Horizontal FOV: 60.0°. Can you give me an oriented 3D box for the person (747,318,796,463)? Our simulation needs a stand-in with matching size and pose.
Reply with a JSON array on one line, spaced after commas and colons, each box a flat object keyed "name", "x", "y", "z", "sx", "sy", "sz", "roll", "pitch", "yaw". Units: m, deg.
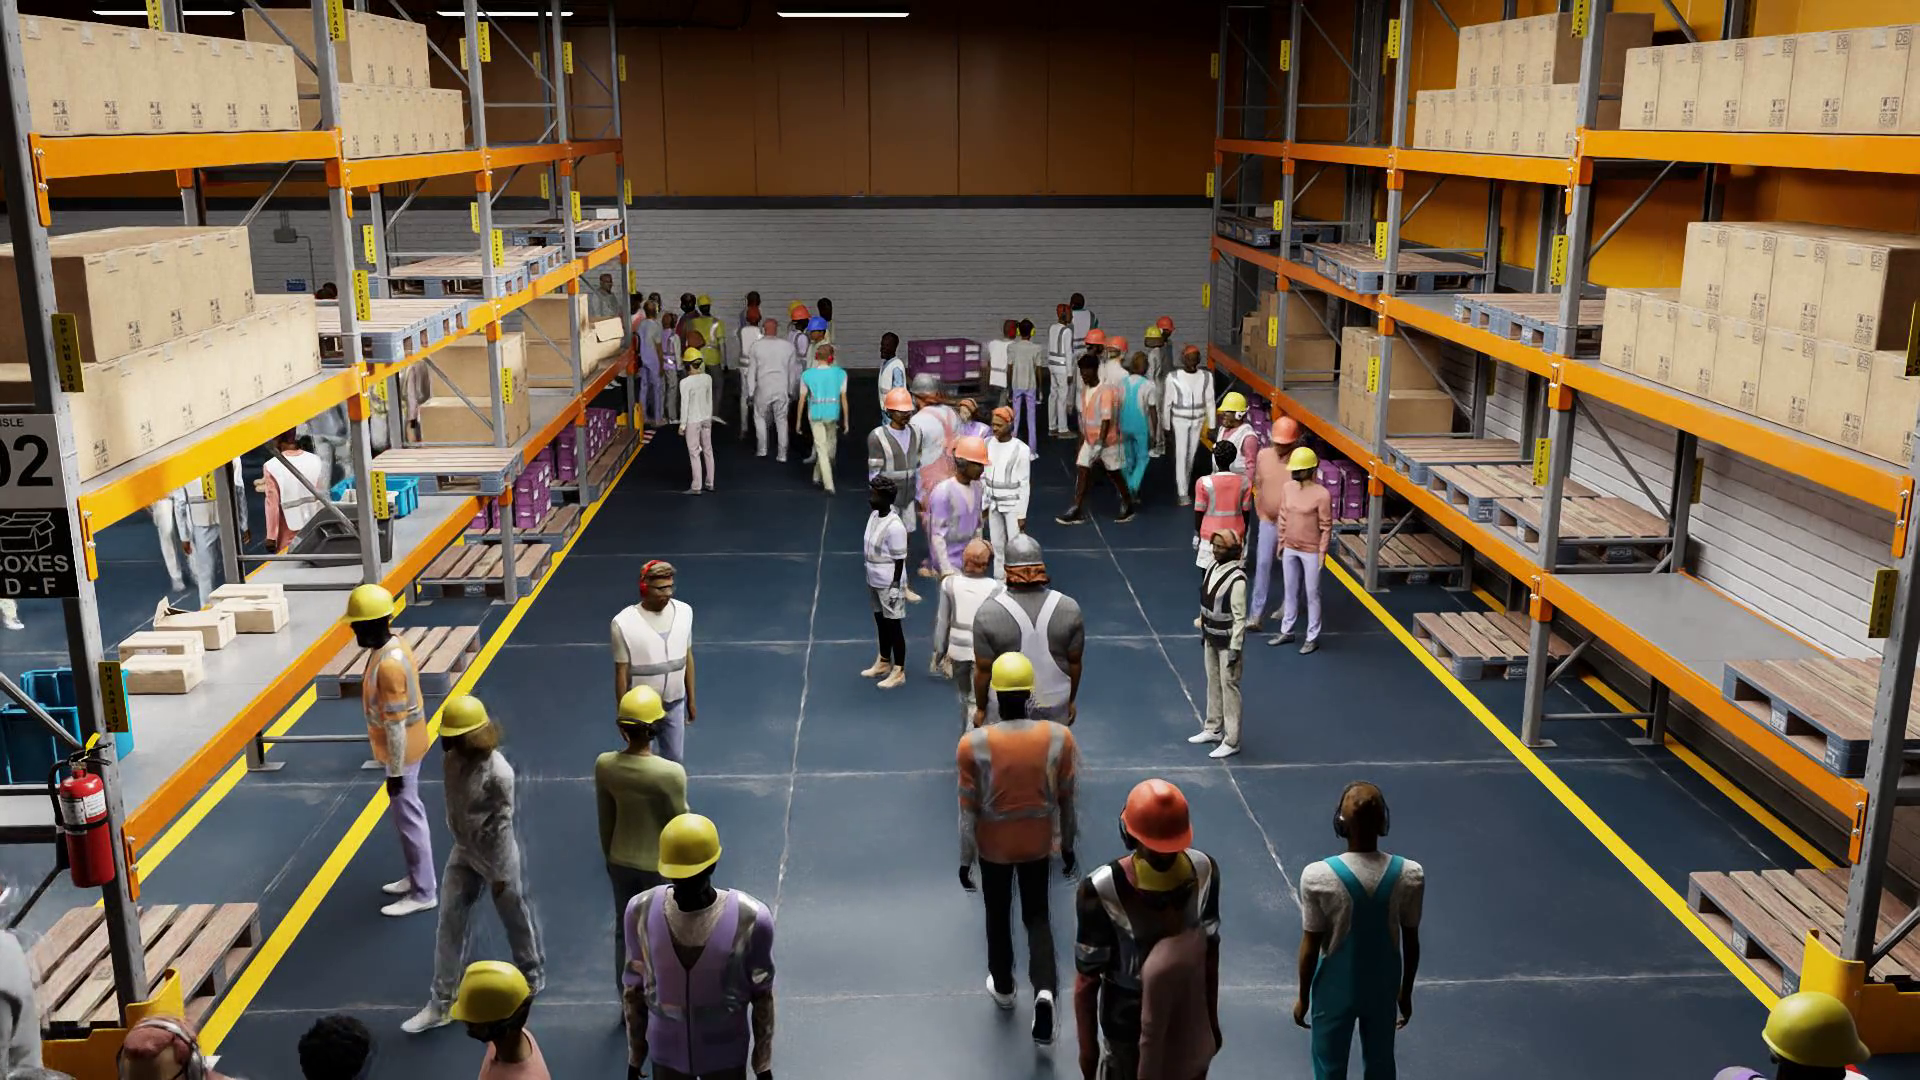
[{"name": "person", "x": -2.485, "y": -1.953, "z": 21.710, "sx": 0.699, "sy": 1.879, "sz": 0.674, "roll": -7, "pitch": 16, "yaw": -24}]

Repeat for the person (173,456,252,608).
[{"name": "person", "x": -6.479, "y": -0.110, "z": 14.427, "sx": 0.593, "sy": 1.907, "sz": 0.414, "roll": -13, "pitch": 19, "yaw": -41}]

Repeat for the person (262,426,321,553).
[{"name": "person", "x": -5.758, "y": -0.109, "z": 14.426, "sx": 0.416, "sy": 1.907, "sz": 0.592, "roll": 6, "pitch": 15, "yaw": 22}]

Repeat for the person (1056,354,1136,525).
[{"name": "person", "x": 1.554, "y": -1.111, "z": 18.358, "sx": 0.948, "sy": 1.915, "sz": 0.638, "roll": -9, "pitch": 17, "yaw": -30}]

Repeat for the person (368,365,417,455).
[{"name": "person", "x": -6.913, "y": -1.527, "z": 20.169, "sx": 0.694, "sy": 1.812, "sz": 0.490, "roll": -1, "pitch": 14, "yaw": -4}]

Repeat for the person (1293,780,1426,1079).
[{"name": "person", "x": 1.614, "y": 1.859, "z": 6.816, "sx": 0.508, "sy": 1.845, "sz": 0.345, "roll": -1, "pitch": 14, "yaw": -4}]

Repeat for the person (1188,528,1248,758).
[{"name": "person", "x": 1.846, "y": 0.712, "z": 11.717, "sx": 0.306, "sy": 1.642, "sz": 0.522, "roll": -5, "pitch": 15, "yaw": -18}]

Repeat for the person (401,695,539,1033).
[{"name": "person", "x": -2.413, "y": 1.588, "z": 8.135, "sx": 0.506, "sy": 1.707, "sz": 0.831, "roll": 9, "pitch": 17, "yaw": 30}]

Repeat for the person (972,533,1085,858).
[{"name": "person", "x": 0.381, "y": 0.940, "z": 10.028, "sx": 0.676, "sy": 2.000, "sz": 0.536, "roll": -3, "pitch": 15, "yaw": -11}]

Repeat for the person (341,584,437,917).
[{"name": "person", "x": -3.203, "y": 1.173, "z": 9.373, "sx": 0.407, "sy": 1.917, "sz": 0.584, "roll": -6, "pitch": 15, "yaw": -21}]

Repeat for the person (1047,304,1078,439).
[{"name": "person", "x": 1.421, "y": -2.370, "z": 23.339, "sx": 0.359, "sy": 1.882, "sz": 0.575, "roll": -7, "pitch": 16, "yaw": -25}]

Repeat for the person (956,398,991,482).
[{"name": "person", "x": 0.064, "y": -0.652, "z": 17.083, "sx": 0.512, "sy": 1.638, "sz": 0.312, "roll": 0, "pitch": 14, "yaw": 1}]

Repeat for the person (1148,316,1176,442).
[{"name": "person", "x": 2.804, "y": -2.225, "z": 23.026, "sx": 0.341, "sy": 1.750, "sz": 0.565, "roll": 9, "pitch": 17, "yaw": 31}]

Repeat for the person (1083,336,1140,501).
[{"name": "person", "x": 1.719, "y": -1.409, "z": 19.499, "sx": 0.623, "sy": 1.936, "sz": 1.061, "roll": 13, "pitch": 19, "yaw": 41}]

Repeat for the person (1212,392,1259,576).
[{"name": "person", "x": 2.661, "y": -0.536, "z": 16.236, "sx": 0.404, "sy": 1.834, "sz": 0.591, "roll": -5, "pitch": 15, "yaw": -21}]

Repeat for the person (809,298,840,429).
[{"name": "person", "x": -1.968, "y": -2.503, "z": 23.809, "sx": 0.397, "sy": 1.909, "sz": 0.617, "roll": 6, "pitch": 15, "yaw": 21}]

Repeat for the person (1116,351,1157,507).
[{"name": "person", "x": 1.993, "y": -1.240, "z": 19.021, "sx": 0.558, "sy": 1.826, "sz": 0.492, "roll": 8, "pitch": 17, "yaw": 30}]

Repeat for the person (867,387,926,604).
[{"name": "person", "x": -0.560, "y": -0.389, "z": 15.239, "sx": 0.607, "sy": 2.045, "sz": 0.390, "roll": -12, "pitch": 18, "yaw": -38}]

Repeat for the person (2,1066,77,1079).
[{"name": "person", "x": -2.415, "y": 2.348, "z": 4.502, "sx": 0.538, "sy": 2.000, "sz": 0.683, "roll": 0, "pitch": 14, "yaw": 0}]

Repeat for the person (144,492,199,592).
[{"name": "person", "x": -7.413, "y": -0.443, "z": 15.673, "sx": 0.639, "sy": 1.932, "sz": 0.540, "roll": -11, "pitch": 18, "yaw": -38}]

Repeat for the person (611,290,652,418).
[{"name": "person", "x": -4.918, "y": -2.748, "z": 24.719, "sx": 0.735, "sy": 1.943, "sz": 0.393, "roll": -1, "pitch": 14, "yaw": -6}]

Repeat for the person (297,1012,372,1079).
[{"name": "person", "x": -2.012, "y": 2.325, "z": 5.336, "sx": 0.455, "sy": 1.662, "sz": 0.584, "roll": 8, "pitch": 16, "yaw": 29}]

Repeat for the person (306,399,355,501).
[{"name": "person", "x": -7.042, "y": -1.179, "z": 18.598, "sx": 0.646, "sy": 1.908, "sz": 0.641, "roll": 1, "pitch": 14, "yaw": 4}]

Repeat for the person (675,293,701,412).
[{"name": "person", "x": -4.085, "y": -2.806, "z": 25.122, "sx": 0.429, "sy": 1.846, "sz": 0.633, "roll": -6, "pitch": 16, "yaw": -23}]

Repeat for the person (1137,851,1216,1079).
[{"name": "person", "x": 0.797, "y": 2.002, "z": 6.430, "sx": 0.358, "sy": 1.757, "sz": 0.541, "roll": 7, "pitch": 16, "yaw": 26}]

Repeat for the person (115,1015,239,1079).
[{"name": "person", "x": -2.320, "y": 2.287, "z": 5.084, "sx": 0.662, "sy": 1.883, "sz": 0.450, "roll": -2, "pitch": 14, "yaw": -7}]

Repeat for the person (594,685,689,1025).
[{"name": "person", "x": -1.530, "y": 1.565, "z": 8.144, "sx": 0.528, "sy": 1.761, "sz": 0.333, "roll": 6, "pitch": 16, "yaw": 24}]

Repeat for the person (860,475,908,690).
[{"name": "person", "x": -0.598, "y": 0.327, "z": 13.121, "sx": 0.315, "sy": 1.696, "sz": 0.541, "roll": -7, "pitch": 16, "yaw": -26}]

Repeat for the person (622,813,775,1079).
[{"name": "person", "x": -0.992, "y": 1.938, "z": 6.336, "sx": 0.585, "sy": 1.928, "sz": 0.370, "roll": 1, "pitch": 14, "yaw": 4}]

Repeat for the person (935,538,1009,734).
[{"name": "person", "x": 0.138, "y": 0.768, "z": 11.541, "sx": 0.546, "sy": 1.604, "sz": 0.786, "roll": 5, "pitch": 15, "yaw": 19}]
